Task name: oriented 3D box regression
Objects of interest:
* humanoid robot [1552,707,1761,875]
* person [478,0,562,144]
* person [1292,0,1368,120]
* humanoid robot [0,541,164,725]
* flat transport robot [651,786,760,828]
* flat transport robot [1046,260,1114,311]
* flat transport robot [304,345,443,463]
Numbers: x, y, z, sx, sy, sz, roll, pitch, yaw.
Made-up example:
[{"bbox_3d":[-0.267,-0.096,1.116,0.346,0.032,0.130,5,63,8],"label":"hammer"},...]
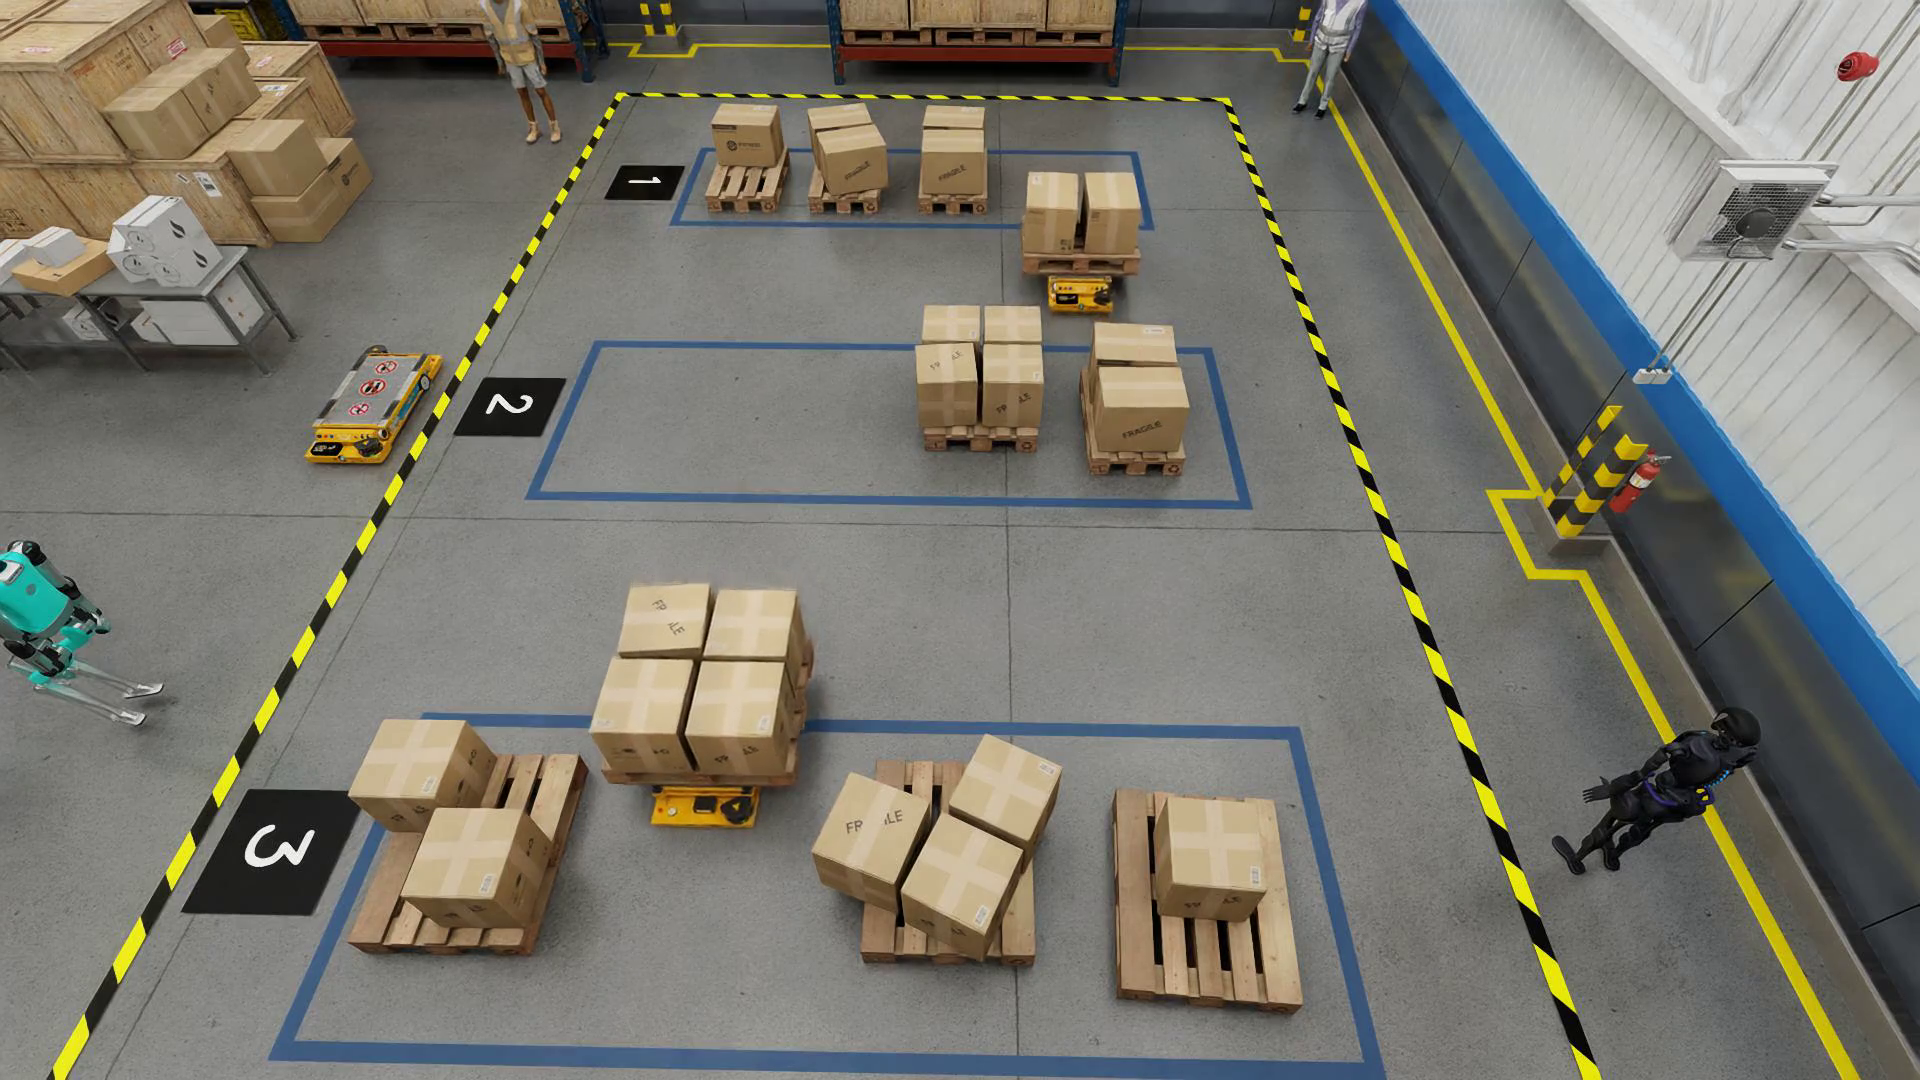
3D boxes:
[{"bbox_3d":[3.955,1.445,5.212,0.599,1.657,0.315,-1,50,-1],"label":"humanoid robot"},{"bbox_3d":[-5.368,-5.869,11.172,0.607,2.043,0.395,0,50,0],"label":"person"},{"bbox_3d":[4.744,-6.349,11.714,0.599,1.829,0.403,29,55,22],"label":"person"},{"bbox_3d":[-5.855,0.605,5.805,0.735,1.677,0.533,0,50,0],"label":"humanoid robot"},{"bbox_3d":[-1.642,1.250,6.291,0.652,0.197,1.431,1,50,1],"label":"flat transport robot"},{"bbox_3d":[1.259,-2.968,9.860,0.652,0.197,1.431,1,50,1],"label":"flat transport robot"},{"bbox_3d":[-5.383,-1.269,8.441,0.659,0.231,1.431,1,50,1],"label":"flat transport robot"}]
